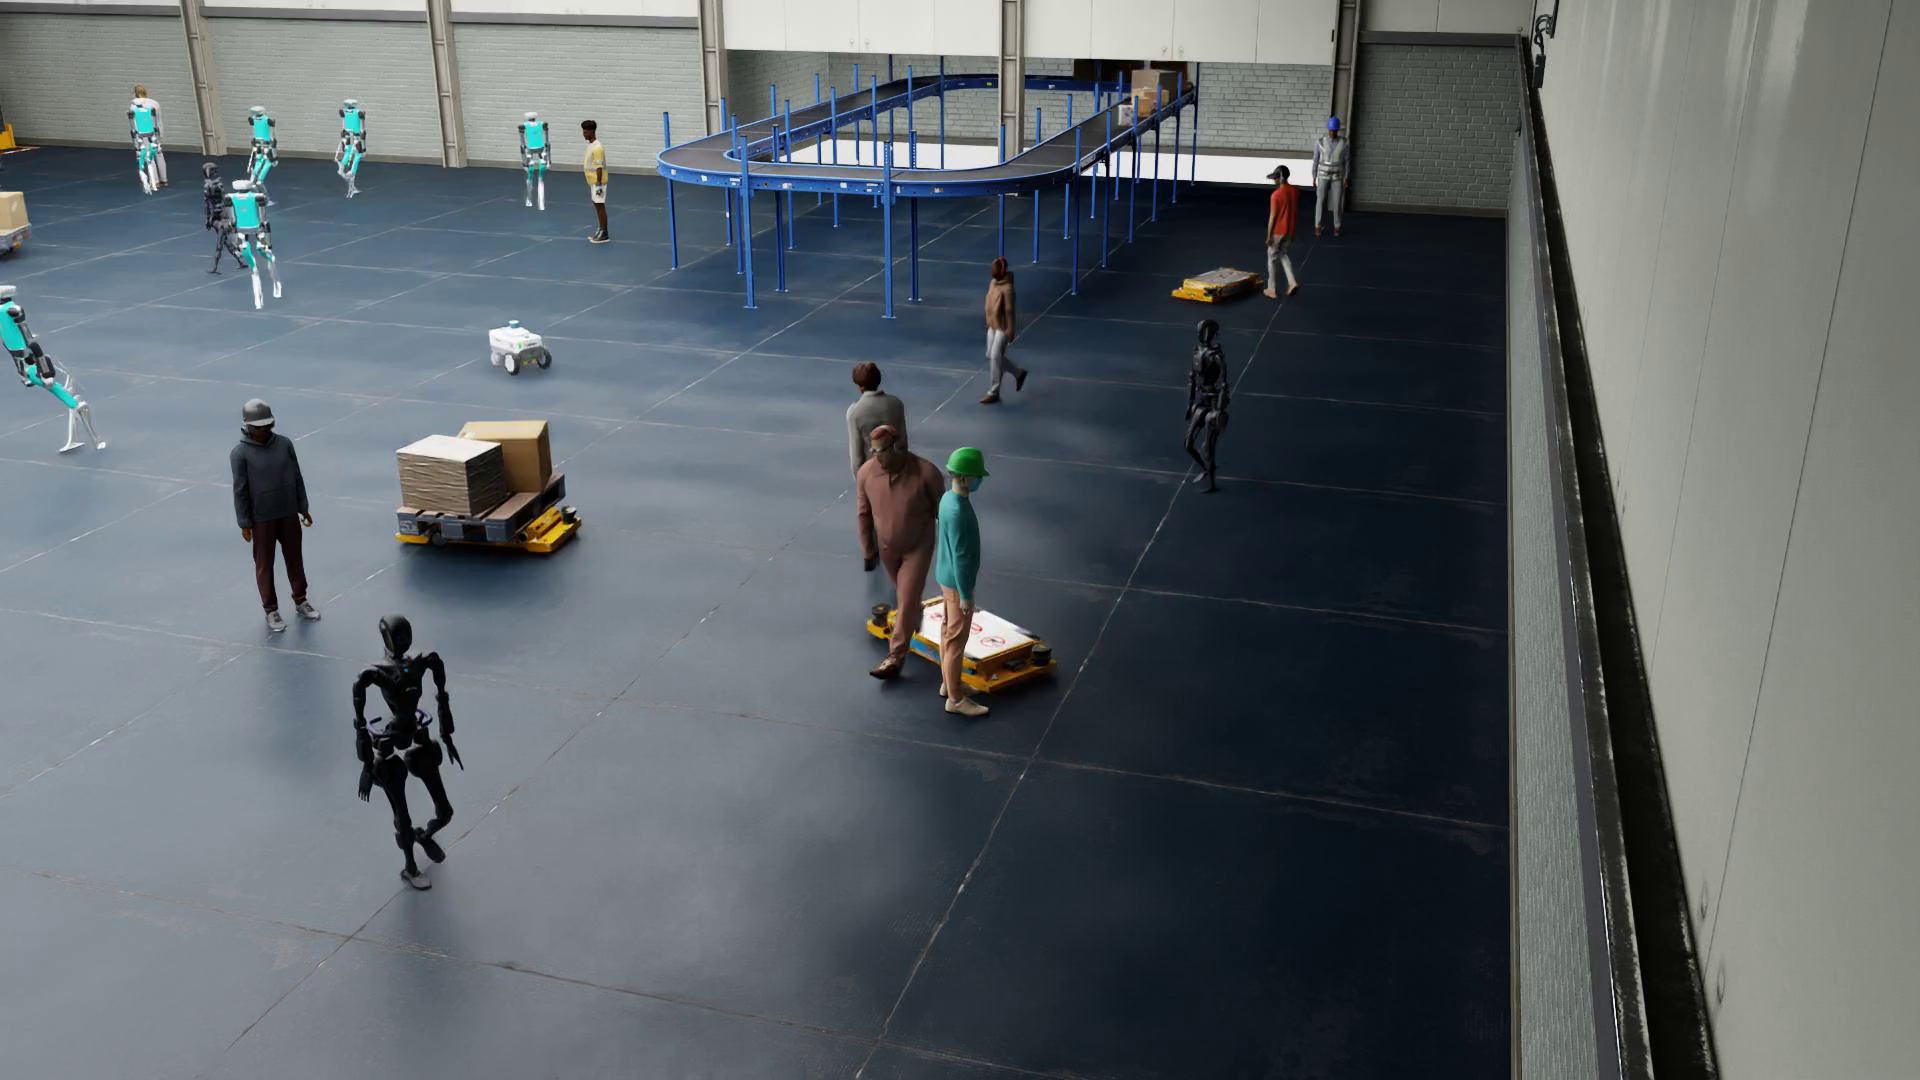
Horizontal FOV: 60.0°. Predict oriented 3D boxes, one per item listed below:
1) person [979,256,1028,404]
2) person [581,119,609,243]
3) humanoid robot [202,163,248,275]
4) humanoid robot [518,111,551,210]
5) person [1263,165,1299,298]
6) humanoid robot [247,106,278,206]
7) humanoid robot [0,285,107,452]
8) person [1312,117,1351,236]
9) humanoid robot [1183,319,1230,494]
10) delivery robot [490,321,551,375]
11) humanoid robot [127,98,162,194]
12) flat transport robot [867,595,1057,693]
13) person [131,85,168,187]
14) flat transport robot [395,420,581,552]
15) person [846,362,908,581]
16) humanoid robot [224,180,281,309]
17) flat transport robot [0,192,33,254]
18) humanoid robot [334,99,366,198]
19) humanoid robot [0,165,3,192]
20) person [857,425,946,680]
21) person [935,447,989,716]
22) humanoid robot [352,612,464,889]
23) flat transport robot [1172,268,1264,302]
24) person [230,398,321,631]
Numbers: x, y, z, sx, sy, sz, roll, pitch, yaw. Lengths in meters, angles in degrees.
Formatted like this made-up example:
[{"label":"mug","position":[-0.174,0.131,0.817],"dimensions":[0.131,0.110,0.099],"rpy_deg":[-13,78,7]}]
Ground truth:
[{"label":"person","position":[0.480,-2.326,18.291],"dimensions":[0.574,1.631,0.473],"rpy_deg":[-10,23,-25]},{"label":"person","position":[-5.882,-5.804,26.889],"dimensions":[0.374,1.958,0.601],"rpy_deg":[-8,22,-19]},{"label":"humanoid robot","position":[-11.002,-4.777,24.671],"dimensions":[0.598,1.623,0.792],"rpy_deg":[15,26,34]},{"label":"humanoid robot","position":[-7.646,-6.753,29.768],"dimensions":[0.552,1.857,0.828],"rpy_deg":[-11,24,-26]},{"label":"person","position":[4.414,-4.249,22.970],"dimensions":[0.539,1.868,0.557],"rpy_deg":[-11,24,-26]},{"label":"humanoid robot","position":[-12.666,-6.881,30.020],"dimensions":[0.539,1.802,0.692],"rpy_deg":[7,22,18]},{"label":"humanoid robot","position":[-9.057,-1.676,16.596],"dimensions":[0.617,1.841,0.872],"rpy_deg":[14,25,32]},{"label":"person","position":[6.102,-5.983,27.385],"dimensions":[0.618,1.934,0.415],"rpy_deg":[3,21,7]},{"label":"humanoid robot","position":[2.323,-1.236,15.436],"dimensions":[0.349,1.646,0.609],"rpy_deg":[-11,24,-26]},{"label":"delivery robot","position":[-5.249,-2.282,19.723],"dimensions":[0.812,0.611,0.499],"rpy_deg":[20,29,41]},{"label":"humanoid robot","position":[-15.457,-7.451,31.475],"dimensions":[0.704,1.805,0.547],"rpy_deg":[18,27,38]},{"label":"flat transport robot","position":[-0.003,0.733,12.276],"dimensions":[0.659,0.231,1.431],"rpy_deg":[-17,27,-37]},{"label":"person","position":[-15.632,-7.795,32.098],"dimensions":[0.370,1.929,0.631],"rpy_deg":[9,23,22]},{"label":"flat transport robot","position":[-4.114,-0.126,14.505],"dimensions":[1.431,0.231,0.659],"rpy_deg":[4,21,10]},{"label":"person","position":[-0.661,-0.581,13.588],"dimensions":[0.517,1.781,0.982],"rpy_deg":[-4,21,-11]},{"label":"humanoid robot","position":[-9.622,-4.105,22.822],"dimensions":[0.540,1.768,0.958],"rpy_deg":[-2,21,-6]},{"label":"flat transport robot","position":[-15.240,-4.517,25.892],"dimensions":[0.659,0.231,1.431],"rpy_deg":[-3,21,-7]},{"label":"humanoid robot","position":[-11.442,-7.238,31.070],"dimensions":[0.553,1.896,0.757],"rpy_deg":[7,22,18]},{"label":"humanoid robot","position":[-17.417,-6.736,29.707],"dimensions":[0.583,1.637,0.583],"rpy_deg":[8,22,19]},{"label":"person","position":[-0.391,0.041,11.896],"dimensions":[0.703,1.830,0.986],"rpy_deg":[8,22,20]},{"label":"person","position":[0.014,0.272,11.251],"dimensions":[0.363,1.868,0.517],"rpy_deg":[-2,21,-5]},{"label":"humanoid robot","position":[-3.086,1.154,9.222],"dimensions":[0.589,1.643,0.382],"rpy_deg":[-20,28,-41]},{"label":"flat transport robot","position":[3.668,-3.607,23.533],"dimensions":[0.659,0.231,1.431],"rpy_deg":[16,26,36]},{"label":"person","position":[-5.193,-0.206,12.577],"dimensions":[0.378,1.807,0.544],"rpy_deg":[19,28,41]}]
